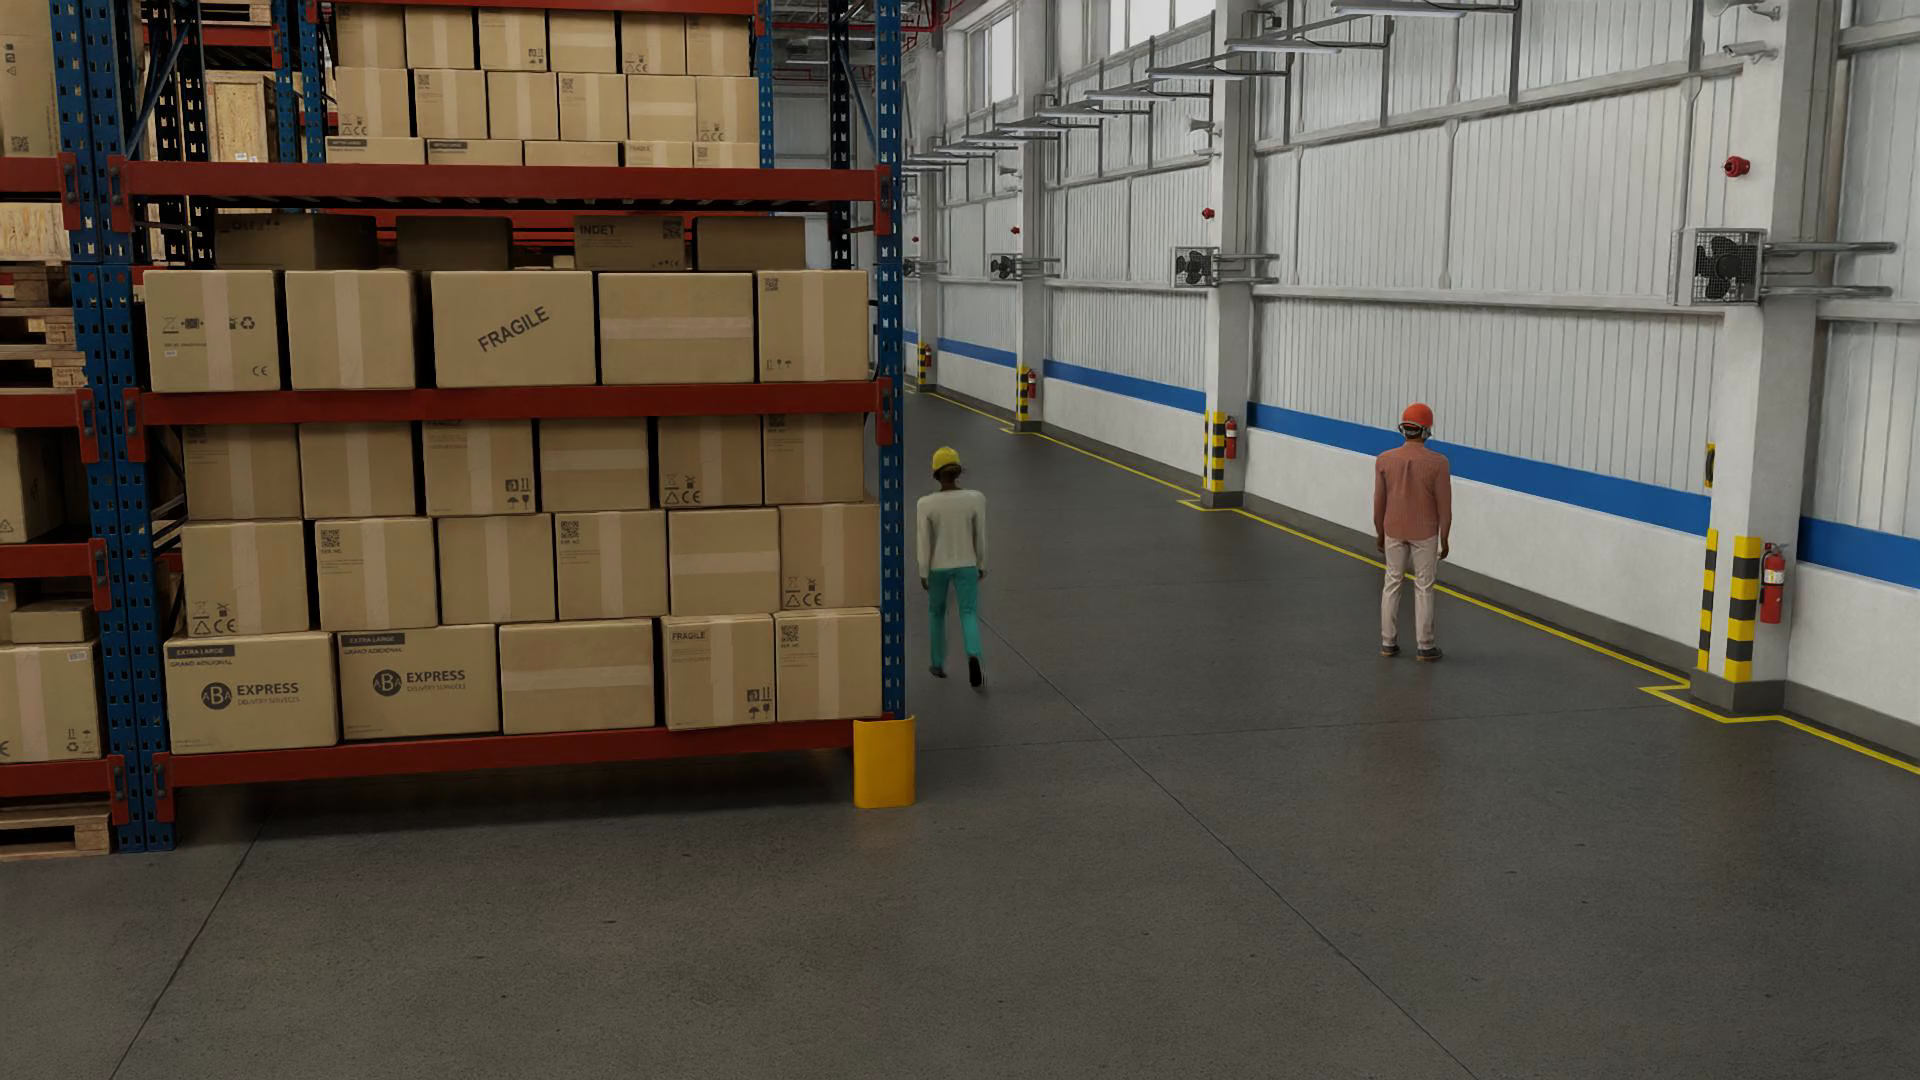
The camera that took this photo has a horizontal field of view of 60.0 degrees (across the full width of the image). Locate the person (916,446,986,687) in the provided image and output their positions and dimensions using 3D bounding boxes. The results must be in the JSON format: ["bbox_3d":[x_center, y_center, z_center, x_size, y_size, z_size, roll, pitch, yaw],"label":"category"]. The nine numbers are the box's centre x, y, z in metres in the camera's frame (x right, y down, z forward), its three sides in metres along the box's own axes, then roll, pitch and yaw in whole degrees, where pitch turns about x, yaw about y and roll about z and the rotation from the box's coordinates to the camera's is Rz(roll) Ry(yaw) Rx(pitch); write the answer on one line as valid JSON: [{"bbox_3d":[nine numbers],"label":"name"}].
[{"bbox_3d":[-0.050,0.192,12.092,0.531,1.740,0.736,-2,9,-10],"label":"person"}]

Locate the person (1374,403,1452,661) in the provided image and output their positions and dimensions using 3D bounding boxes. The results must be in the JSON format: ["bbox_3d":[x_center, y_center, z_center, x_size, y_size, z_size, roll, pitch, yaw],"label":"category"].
[{"bbox_3d":[3.497,-0.059,12.852,0.609,1.995,0.376,6,11,33],"label":"person"}]

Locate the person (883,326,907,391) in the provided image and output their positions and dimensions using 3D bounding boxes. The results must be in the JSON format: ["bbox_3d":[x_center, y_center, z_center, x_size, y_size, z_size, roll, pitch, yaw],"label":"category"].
[{"bbox_3d":[-1.477,-3.958,37.418,0.569,1.732,0.674,-2,10,-15],"label":"person"}]
